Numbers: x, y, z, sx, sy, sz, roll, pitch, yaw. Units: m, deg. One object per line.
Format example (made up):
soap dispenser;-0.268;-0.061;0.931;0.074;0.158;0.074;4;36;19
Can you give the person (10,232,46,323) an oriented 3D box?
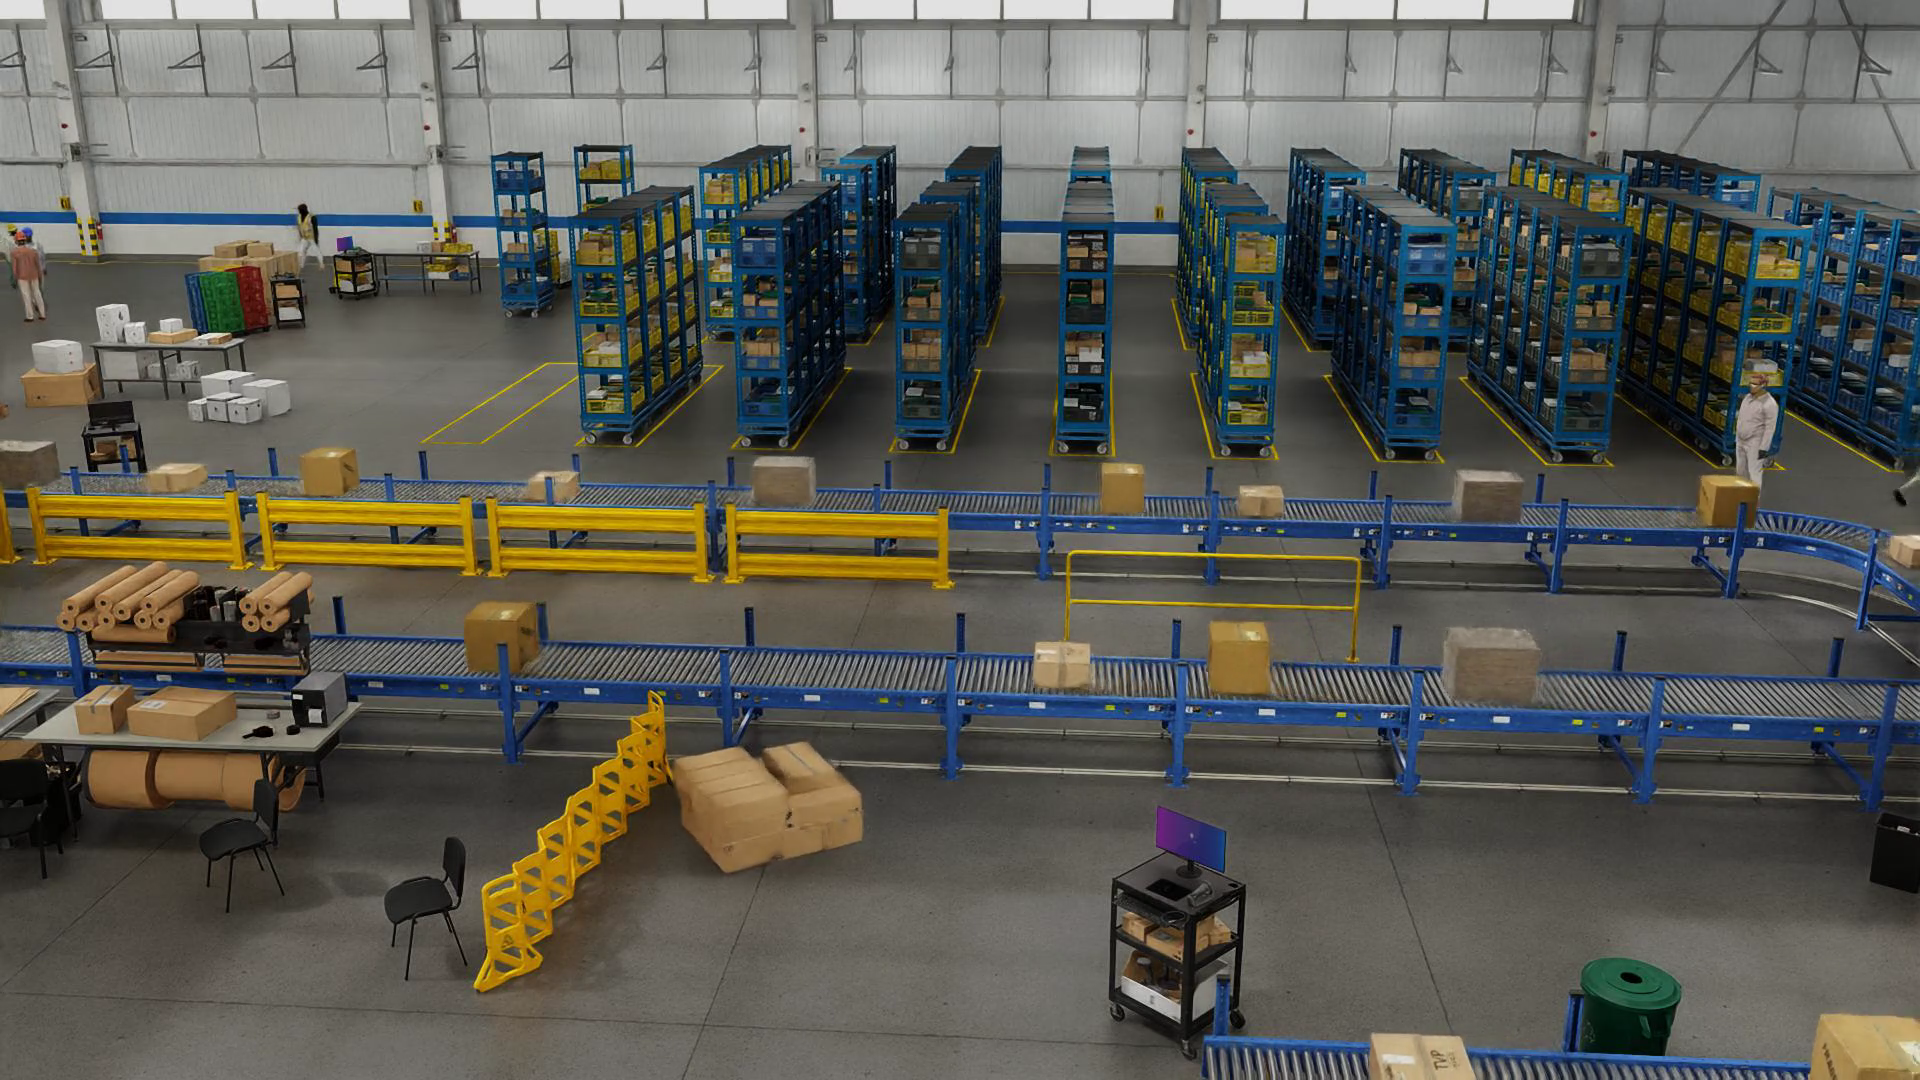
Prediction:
person;-20.560;-5.784;36.646;0.397;1.992;0.623;12;21;33

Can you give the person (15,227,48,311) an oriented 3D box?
person;-21.256;-6.208;38.108;0.619;1.929;0.434;-13;22;-36

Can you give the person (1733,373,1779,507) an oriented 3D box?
person;10.764;-1.329;22.655;0.406;1.911;0.636;-3;18;-11

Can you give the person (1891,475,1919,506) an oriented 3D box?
person;13.288;-1.273;22.651;0.842;1.801;0.602;8;19;23

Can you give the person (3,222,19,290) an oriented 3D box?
person;-23.013;-6.904;40.627;0.549;1.739;0.609;13;22;36

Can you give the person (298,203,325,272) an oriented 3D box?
person;-17.195;-7.991;43.956;0.649;1.818;0.440;7;19;21
